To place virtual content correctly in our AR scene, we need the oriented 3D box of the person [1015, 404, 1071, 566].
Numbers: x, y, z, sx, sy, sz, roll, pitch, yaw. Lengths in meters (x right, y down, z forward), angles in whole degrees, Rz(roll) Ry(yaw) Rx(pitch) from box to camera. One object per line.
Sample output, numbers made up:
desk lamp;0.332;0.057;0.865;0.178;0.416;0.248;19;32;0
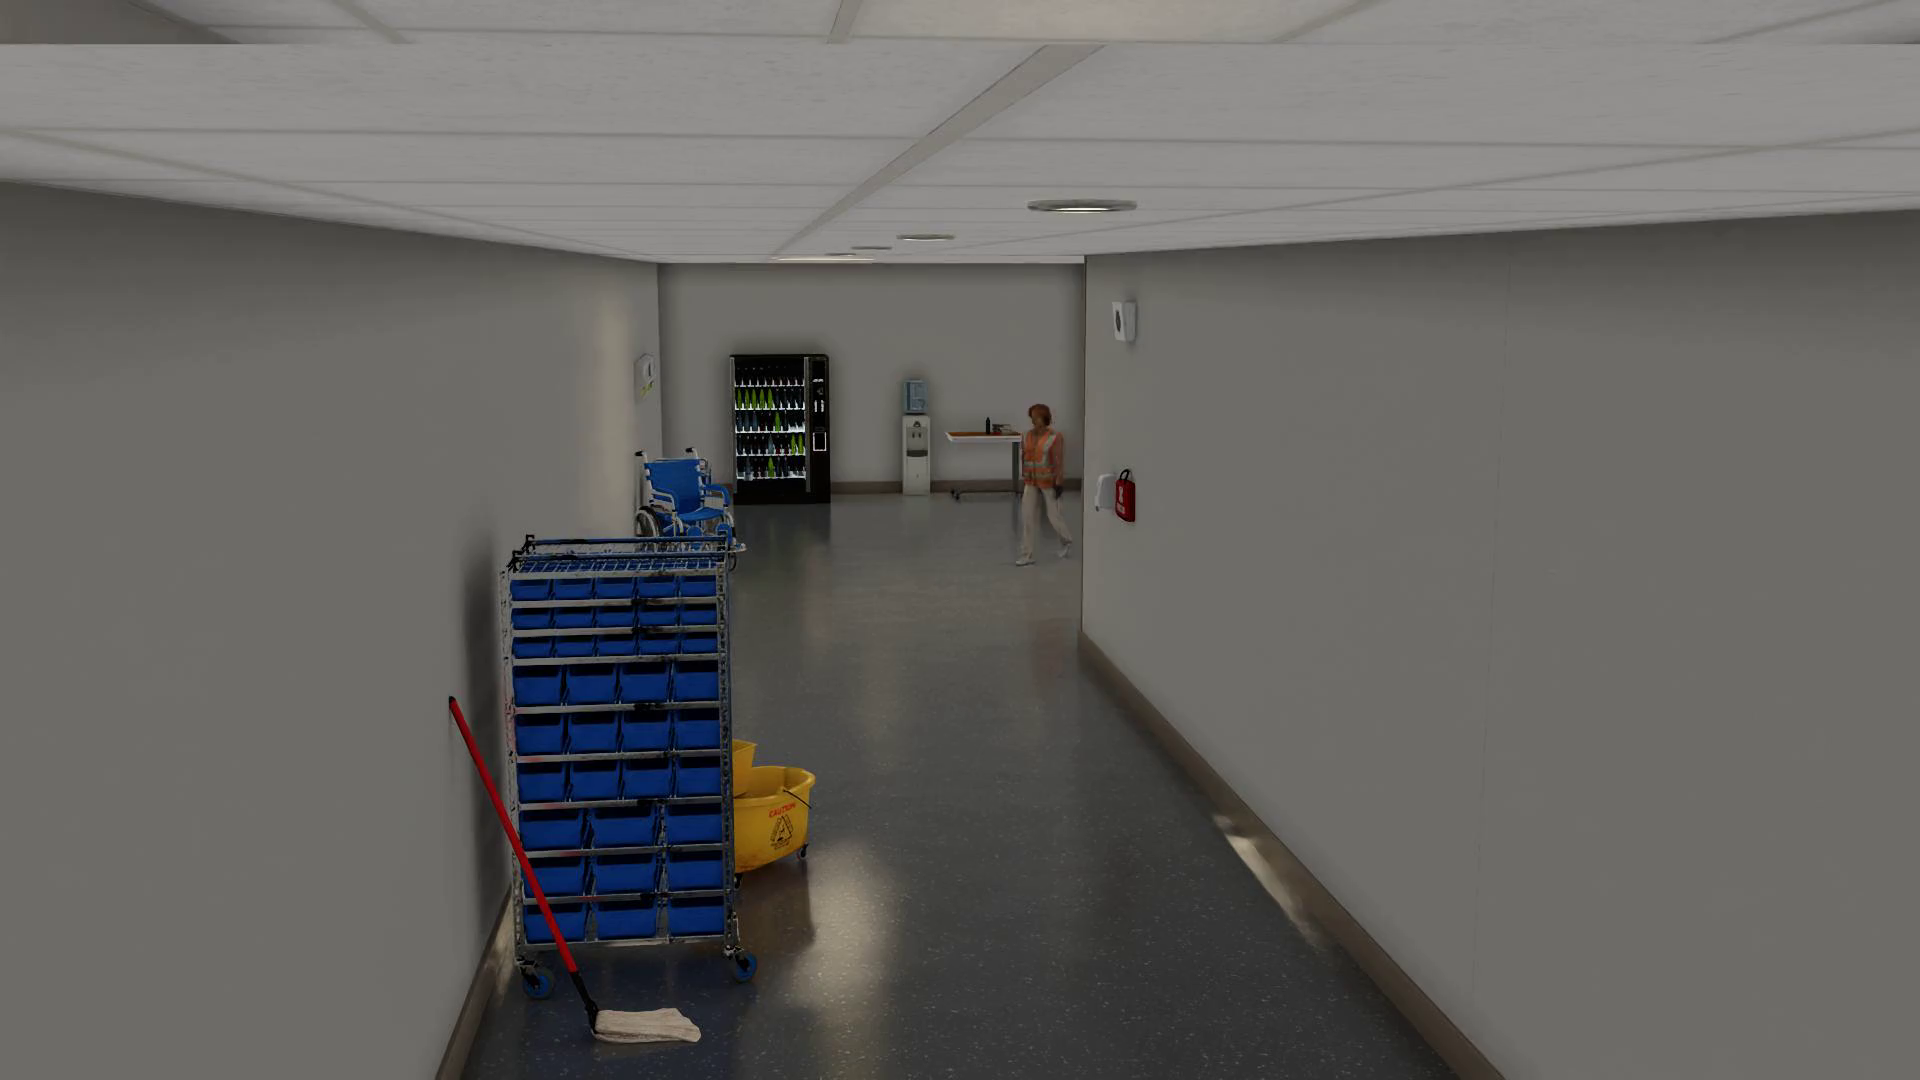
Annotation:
person;0.854;-0.566;16.592;0.522;1.610;0.762;6;11;35
